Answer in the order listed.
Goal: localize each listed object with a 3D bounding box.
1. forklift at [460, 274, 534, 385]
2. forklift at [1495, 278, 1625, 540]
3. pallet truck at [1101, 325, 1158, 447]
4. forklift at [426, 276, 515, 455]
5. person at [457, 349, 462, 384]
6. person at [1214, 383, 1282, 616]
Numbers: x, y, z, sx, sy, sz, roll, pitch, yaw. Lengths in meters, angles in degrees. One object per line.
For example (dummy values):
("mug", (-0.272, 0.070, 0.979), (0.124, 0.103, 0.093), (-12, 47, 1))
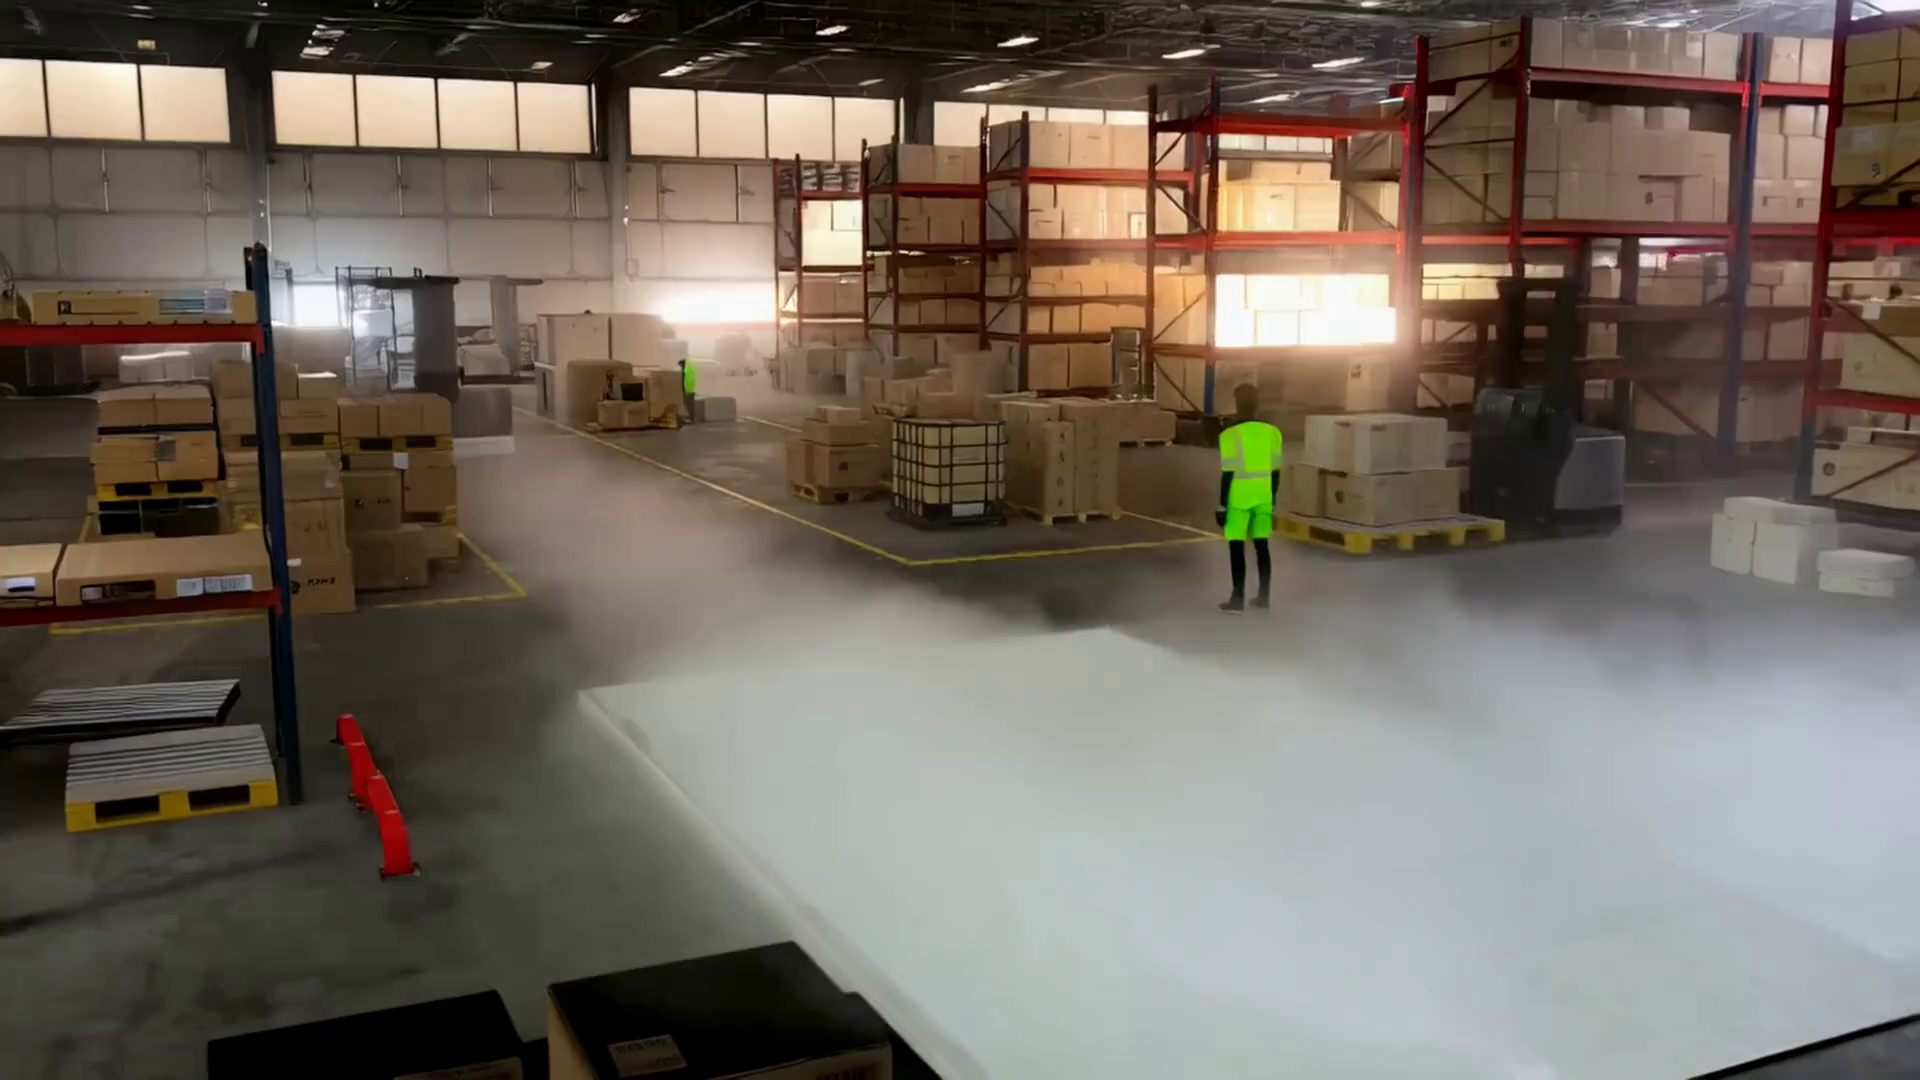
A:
("forklift", (-11.703, -5.342, 42.233), (1.873, 2.768, 1.129), (-4, 10, -25))
("forklift", (6.326, -1.490, 18.334), (1.873, 2.768, 1.129), (-4, 10, -25))
("pallet truck", (2.881, -2.596, 27.923), (0.823, 1.965, 1.885), (-1, 9, -7))
("forklift", (-8.069, -2.737, 26.069), (1.873, 2.768, 1.129), (-4, 10, -25))
("person", (-8.706, -2.606, 27.997), (0.622, 1.992, 0.396), (-4, 10, -25))
("person", (2.421, -0.344, 14.055), (0.613, 1.961, 0.368), (-4, 10, -25))
